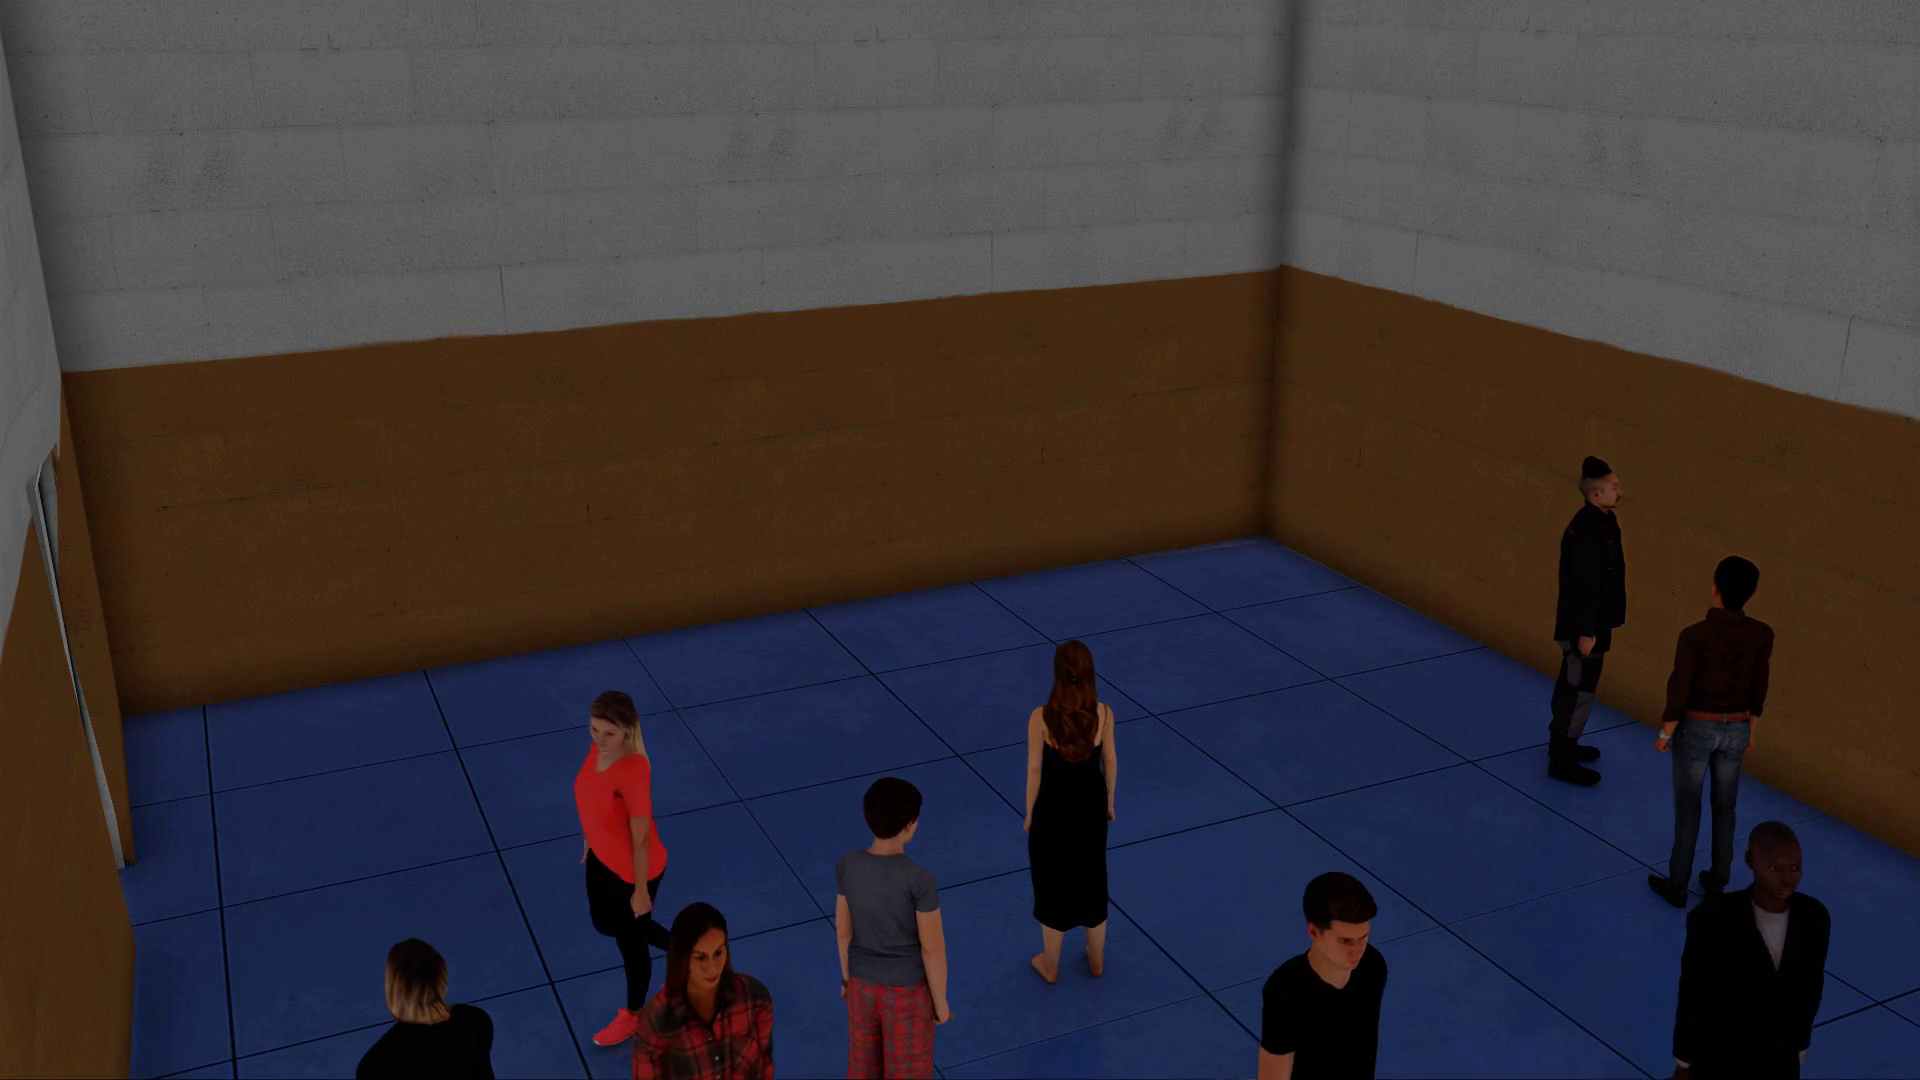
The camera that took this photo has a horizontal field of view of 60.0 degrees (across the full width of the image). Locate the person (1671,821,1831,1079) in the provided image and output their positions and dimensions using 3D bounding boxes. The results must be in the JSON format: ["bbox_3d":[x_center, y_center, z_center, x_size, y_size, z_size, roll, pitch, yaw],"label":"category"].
[{"bbox_3d":[2.624,1.720,5.687,0.925,1.746,0.917,0,19,1],"label":"person"}]

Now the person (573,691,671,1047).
[{"bbox_3d":[-1.320,1.349,6.911,0.863,1.668,0.748,-10,21,-28],"label":"person"}]

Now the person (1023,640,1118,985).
[{"bbox_3d":[0.488,1.211,7.386,0.566,1.625,0.685,-4,19,-12],"label":"person"}]

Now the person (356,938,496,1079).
[{"bbox_3d":[-1.584,1.966,5.076,0.739,1.671,0.619,15,24,37],"label":"person"}]

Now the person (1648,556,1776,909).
[{"bbox_3d":[3.617,0.927,7.983,0.600,1.782,0.772,-1,19,-3],"label":"person"}]

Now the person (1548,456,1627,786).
[{"bbox_3d":[3.507,0.421,9.324,0.904,1.861,0.835,7,20,20],"label":"person"}]

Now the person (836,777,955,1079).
[{"bbox_3d":[-0.259,1.642,6.049,0.673,1.650,0.721,8,20,22],"label":"person"}]

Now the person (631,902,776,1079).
[{"bbox_3d":[-0.827,1.894,5.320,1.022,1.652,0.706,-8,20,-22],"label":"person"}]

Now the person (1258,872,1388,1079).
[{"bbox_3d":[1.037,1.828,5.265,1.177,1.811,0.849,-12,22,-32],"label":"person"}]
